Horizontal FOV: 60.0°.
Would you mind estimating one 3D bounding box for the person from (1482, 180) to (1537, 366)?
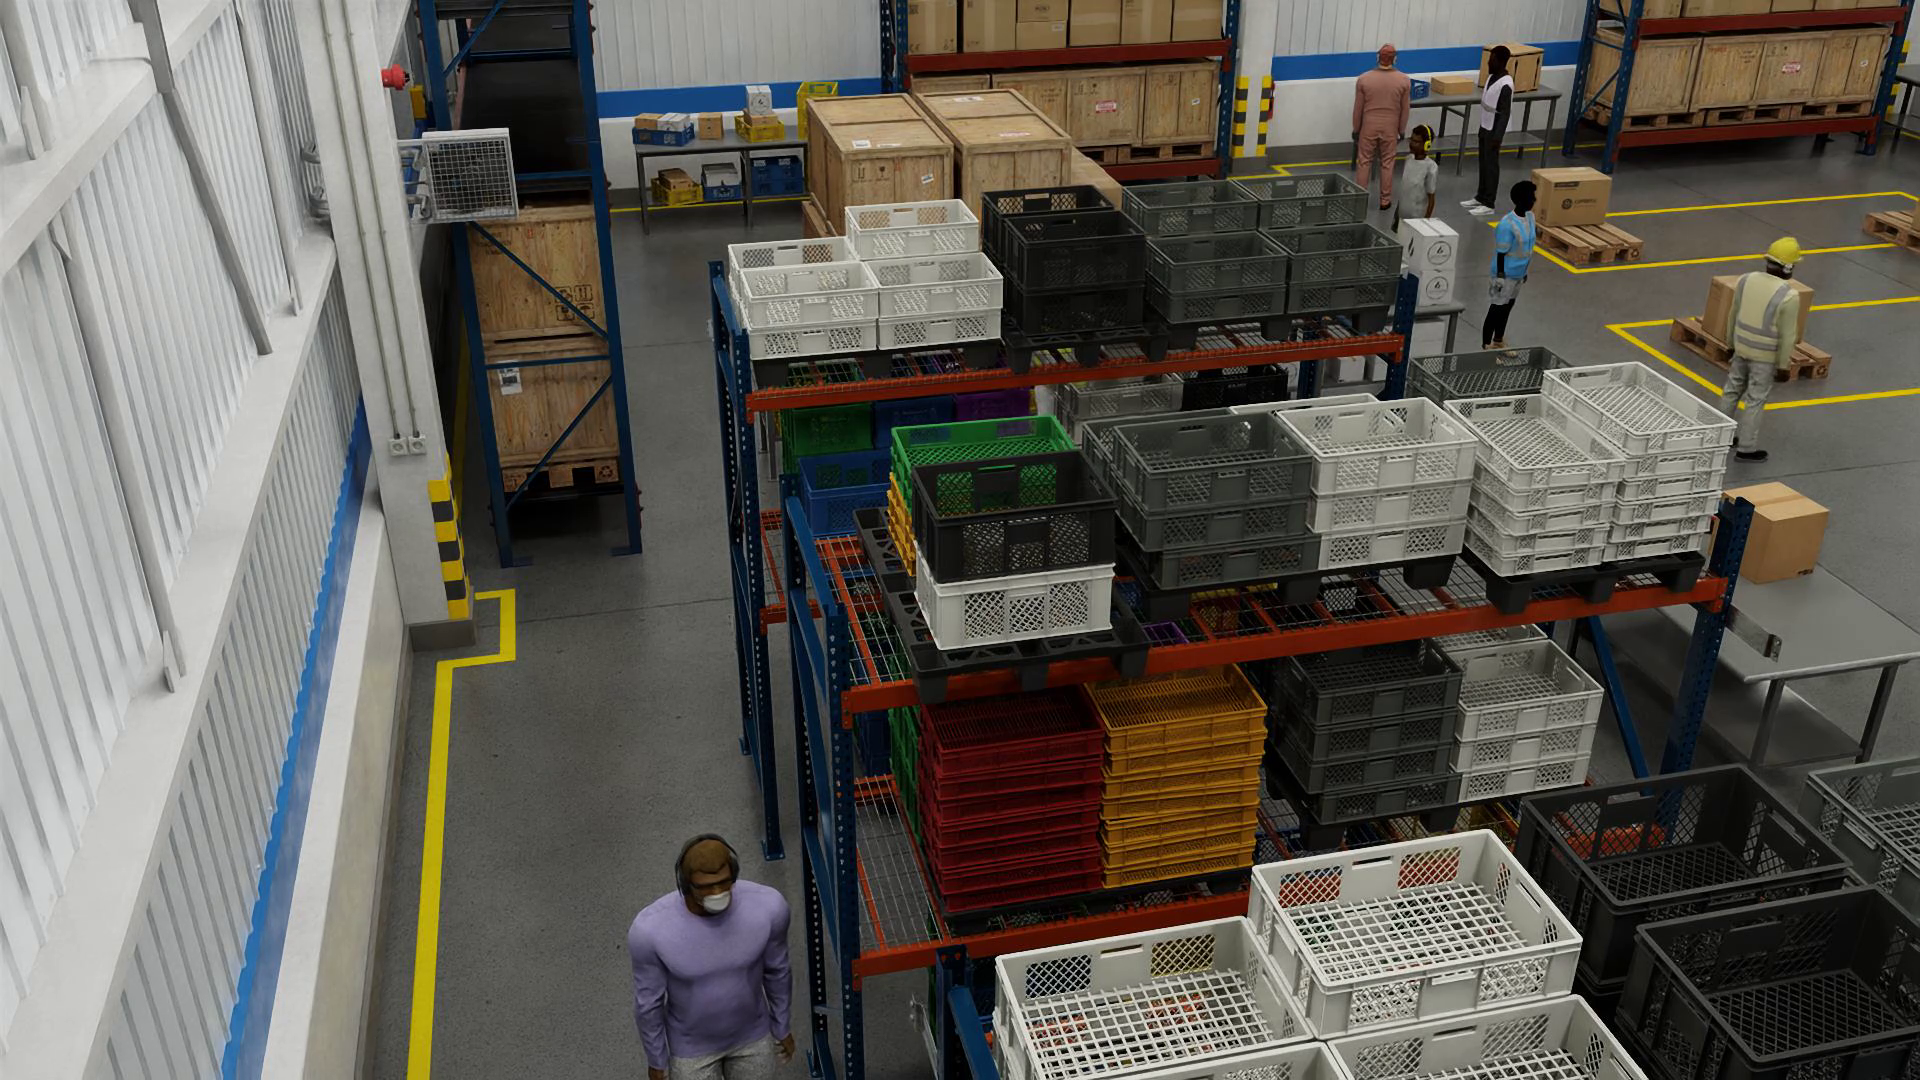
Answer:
[{"bbox_3d":[5.001,-2.430,15.109,0.318,1.696,0.535,24,36,38],"label":"person"}]

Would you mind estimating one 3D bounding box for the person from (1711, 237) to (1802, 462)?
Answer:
[{"bbox_3d":[6.363,-1.513,13.224,0.404,1.831,0.617,-11,30,-20],"label":"person"}]

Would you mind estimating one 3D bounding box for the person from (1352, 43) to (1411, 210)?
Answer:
[{"bbox_3d":[4.891,-4.812,19.405,0.640,1.909,0.409,6,28,10],"label":"person"}]

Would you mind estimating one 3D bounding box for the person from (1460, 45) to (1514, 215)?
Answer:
[{"bbox_3d":[6.170,-4.749,19.273,0.377,1.917,0.599,-1,28,-1],"label":"person"}]

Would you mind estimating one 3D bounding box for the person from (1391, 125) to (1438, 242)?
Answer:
[{"bbox_3d":[4.390,-3.115,16.221,0.325,1.875,0.517,-11,30,-20],"label":"person"}]

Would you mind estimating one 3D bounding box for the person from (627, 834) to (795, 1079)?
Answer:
[{"bbox_3d":[-0.943,1.953,6.536,0.630,1.940,0.372,-10,29,-19],"label":"person"}]

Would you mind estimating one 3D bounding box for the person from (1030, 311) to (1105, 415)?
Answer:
[{"bbox_3d":[0.780,-1.240,12.704,0.620,1.838,0.429,15,31,26],"label":"person"}]

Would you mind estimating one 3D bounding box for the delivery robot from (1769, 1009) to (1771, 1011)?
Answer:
[{"bbox_3d":[3.869,2.002,7.819,0.477,0.478,0.707,13,31,24],"label":"delivery robot"}]
